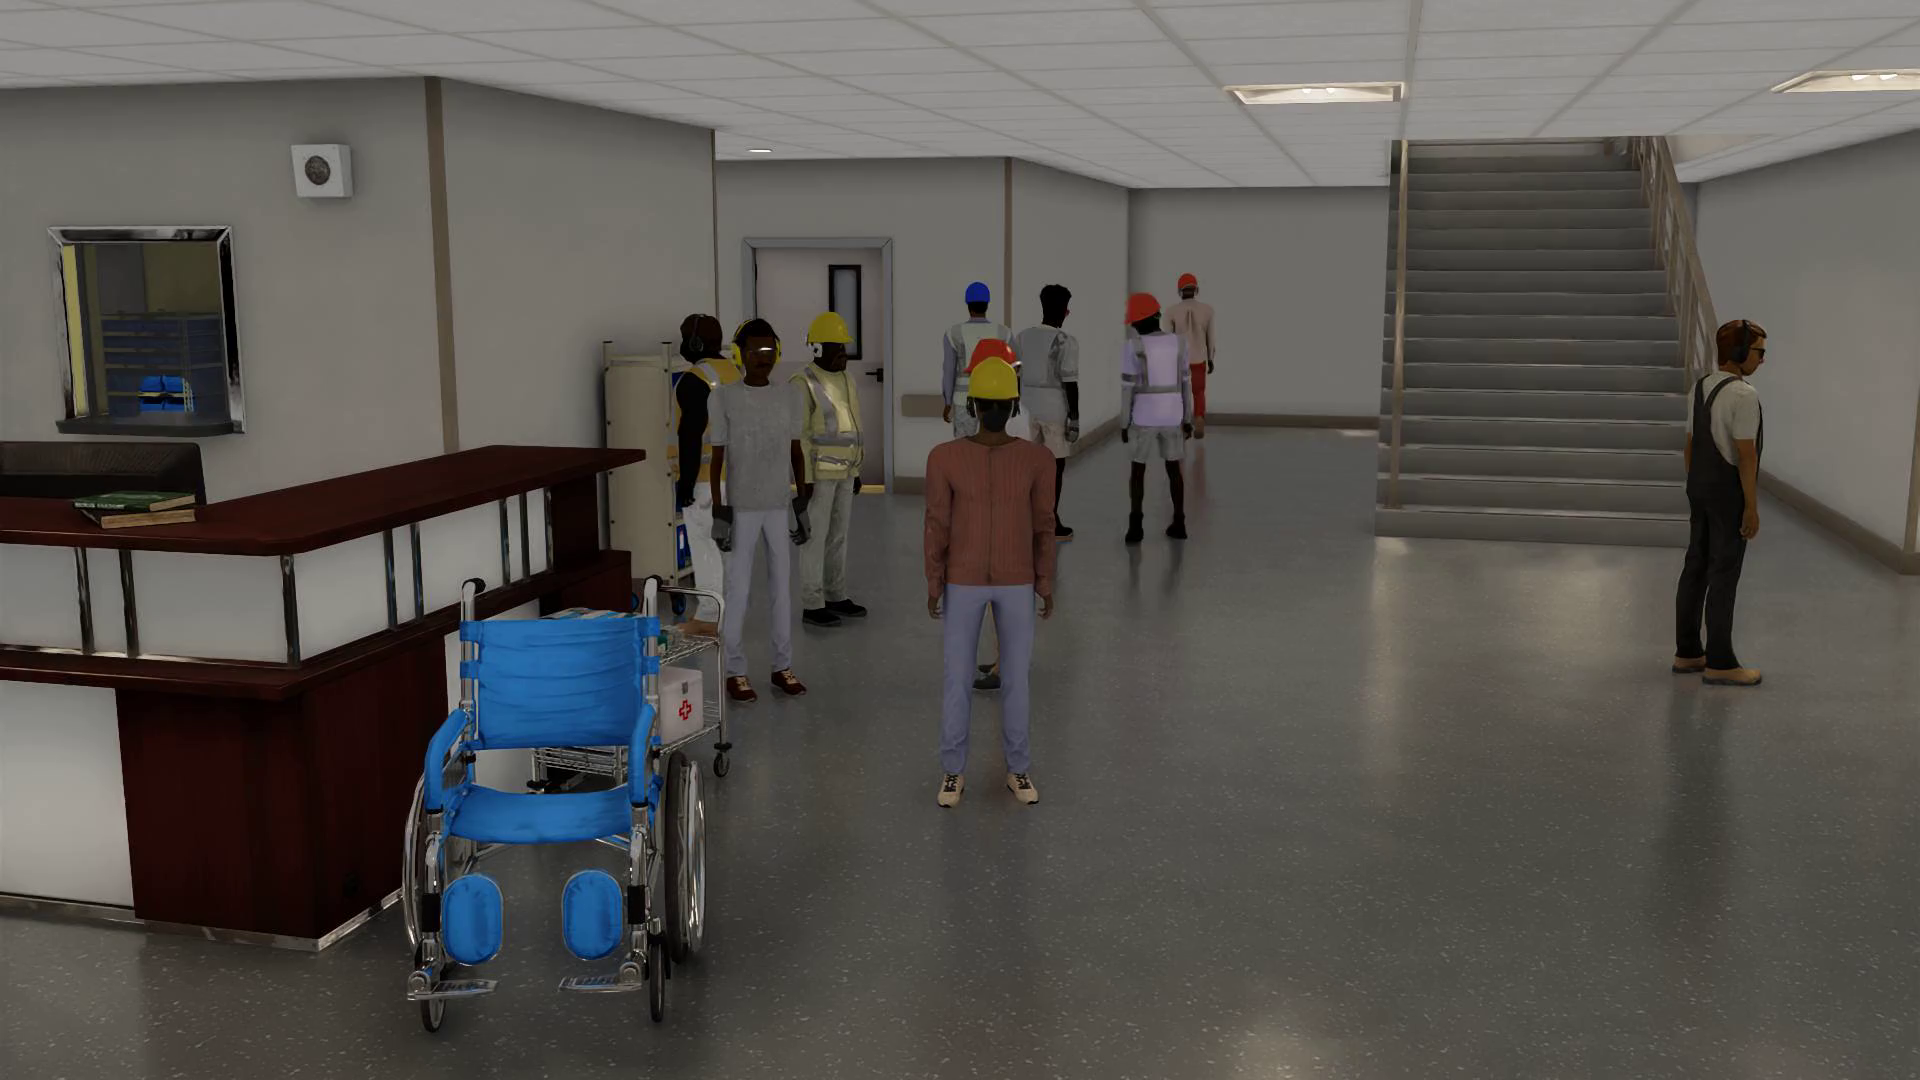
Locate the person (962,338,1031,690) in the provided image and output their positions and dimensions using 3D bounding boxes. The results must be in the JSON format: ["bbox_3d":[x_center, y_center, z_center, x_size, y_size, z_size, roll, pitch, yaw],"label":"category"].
[{"bbox_3d":[0.174,-0.127,8.306,0.342,1.748,0.573,2,10,14],"label":"person"}]

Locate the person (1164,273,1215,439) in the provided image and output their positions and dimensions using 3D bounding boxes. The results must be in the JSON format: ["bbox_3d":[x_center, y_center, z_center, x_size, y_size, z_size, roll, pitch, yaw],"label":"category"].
[{"bbox_3d":[2.679,-2.123,19.418,0.618,1.971,0.740,0,10,3],"label":"person"}]

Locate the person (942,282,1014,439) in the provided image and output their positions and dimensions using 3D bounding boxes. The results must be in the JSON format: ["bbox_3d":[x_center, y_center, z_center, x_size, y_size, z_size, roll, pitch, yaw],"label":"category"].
[{"bbox_3d":[0.152,-1.151,13.761,0.615,1.944,0.396,-1,10,-8],"label":"person"}]

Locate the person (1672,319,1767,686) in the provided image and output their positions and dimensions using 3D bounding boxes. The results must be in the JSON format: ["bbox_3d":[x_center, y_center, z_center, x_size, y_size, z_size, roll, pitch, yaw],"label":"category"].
[{"bbox_3d":[3.862,-0.190,8.420,0.343,1.839,0.506,-2,10,-10],"label":"person"}]

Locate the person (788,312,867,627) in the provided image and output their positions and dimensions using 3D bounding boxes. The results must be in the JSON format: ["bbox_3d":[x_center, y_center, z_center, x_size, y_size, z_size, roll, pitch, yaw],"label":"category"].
[{"bbox_3d":[-0.764,-0.417,9.781,0.404,1.832,0.596,5,11,27],"label":"person"}]

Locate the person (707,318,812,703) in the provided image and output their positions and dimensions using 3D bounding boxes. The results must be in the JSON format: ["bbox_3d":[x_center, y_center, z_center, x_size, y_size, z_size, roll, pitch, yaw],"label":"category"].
[{"bbox_3d":[-0.968,-0.143,8.091,0.505,1.864,0.333,-5,11,-28],"label":"person"}]

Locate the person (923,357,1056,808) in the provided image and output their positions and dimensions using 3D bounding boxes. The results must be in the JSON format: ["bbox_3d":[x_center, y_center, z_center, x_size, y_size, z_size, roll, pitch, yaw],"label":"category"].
[{"bbox_3d":[0.120,0.169,6.523,0.525,1.772,0.304,-1,10,-6],"label":"person"}]

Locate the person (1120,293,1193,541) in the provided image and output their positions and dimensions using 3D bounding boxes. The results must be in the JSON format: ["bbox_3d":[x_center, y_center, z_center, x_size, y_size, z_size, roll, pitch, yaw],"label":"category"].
[{"bbox_3d":[1.505,-0.912,12.583,0.602,1.887,0.449,-2,10,-13],"label":"person"}]

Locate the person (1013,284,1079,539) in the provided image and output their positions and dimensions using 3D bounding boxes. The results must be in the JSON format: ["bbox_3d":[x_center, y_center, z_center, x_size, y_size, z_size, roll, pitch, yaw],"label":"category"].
[{"bbox_3d":[0.673,-0.972,12.706,0.613,1.952,0.386,8,13,41],"label":"person"}]

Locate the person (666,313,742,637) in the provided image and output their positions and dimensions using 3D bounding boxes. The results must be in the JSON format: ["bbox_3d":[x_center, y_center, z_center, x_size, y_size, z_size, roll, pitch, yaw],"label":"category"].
[{"bbox_3d":[-1.455,-0.370,9.516,0.429,1.838,0.631,2,10,14],"label":"person"}]
